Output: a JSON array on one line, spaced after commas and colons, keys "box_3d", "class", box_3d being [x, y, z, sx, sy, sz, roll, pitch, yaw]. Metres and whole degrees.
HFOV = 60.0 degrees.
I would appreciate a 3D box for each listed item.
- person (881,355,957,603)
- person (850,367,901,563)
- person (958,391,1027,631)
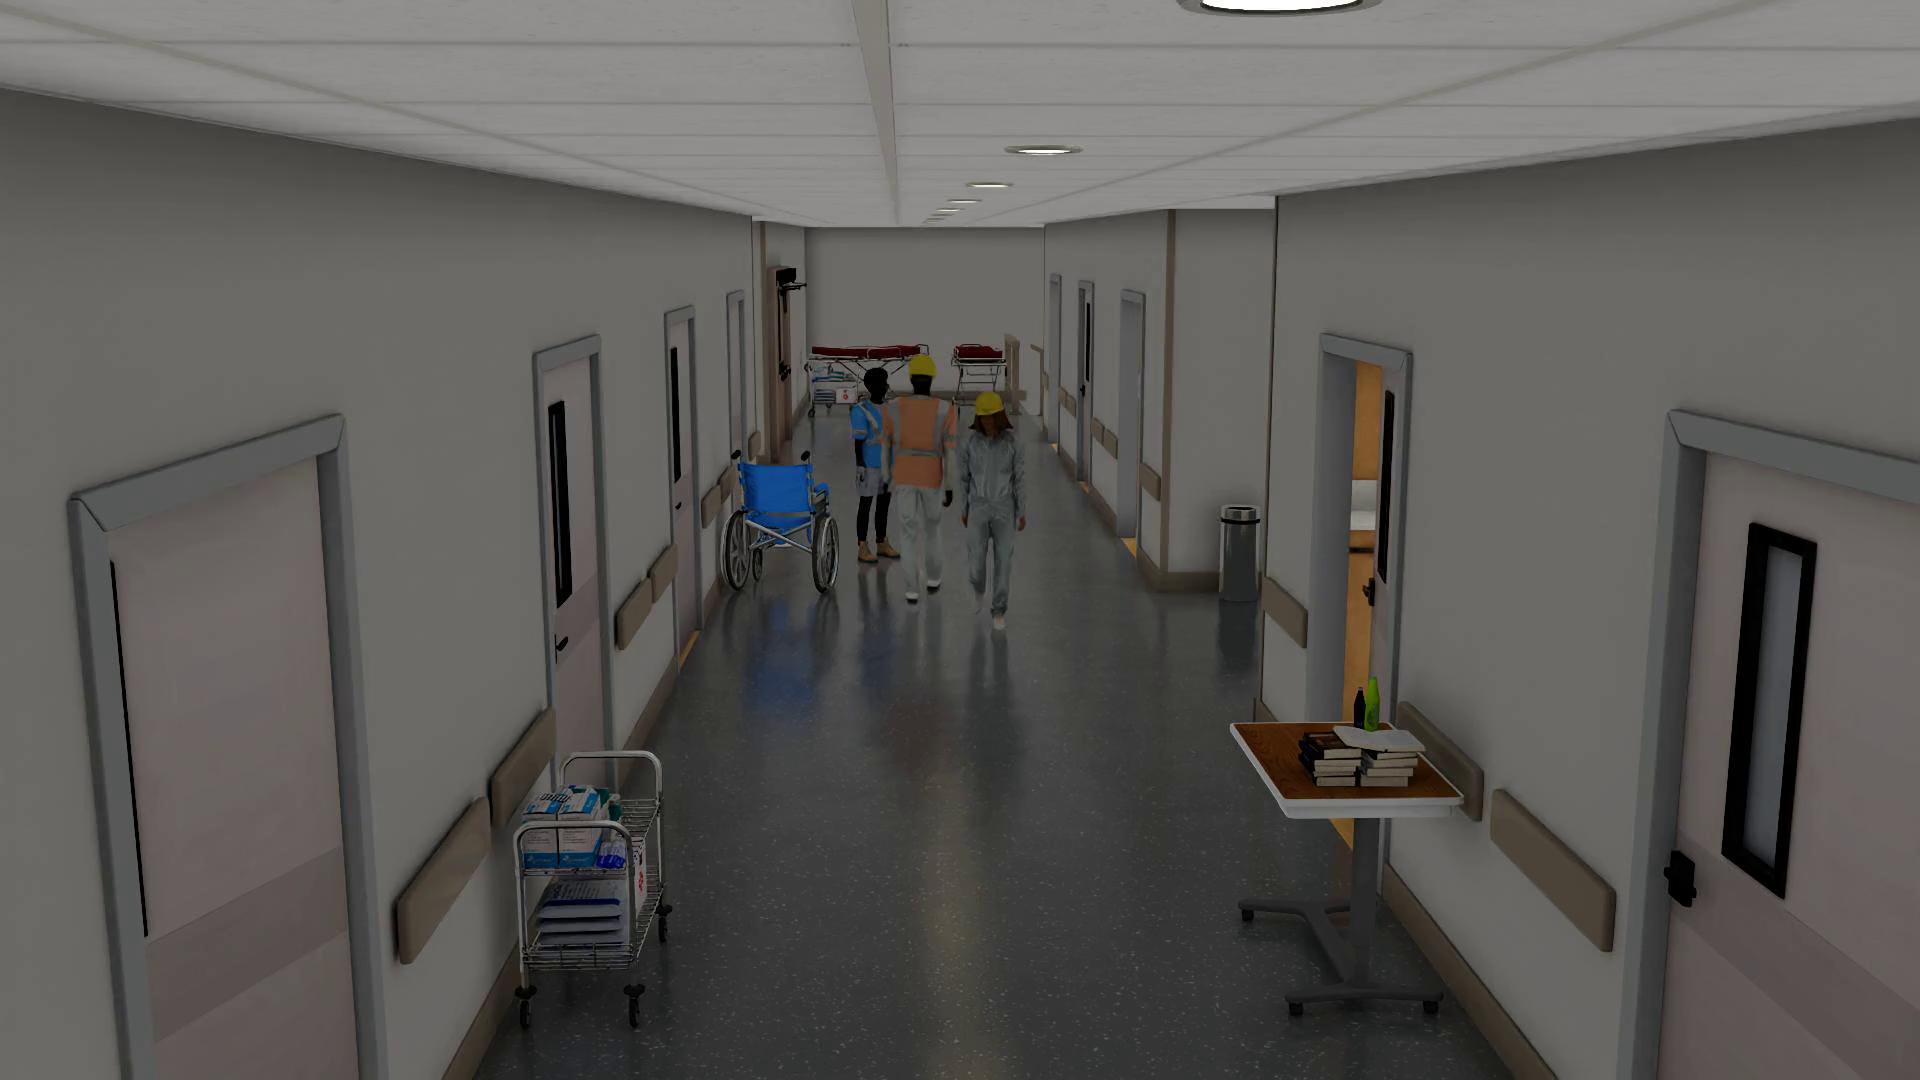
[{"box_3d": [-0.319, -0.495, 13.049, 0.599, 1.890, 0.873, 0, 10, 1], "class": "person"}, {"box_3d": [-0.721, -0.655, 14.465, 0.316, 1.696, 0.540, 8, 13, 39], "class": "person"}, {"box_3d": [0.235, -0.220, 11.968, 0.489, 1.726, 0.451, 0, 10, 1], "class": "person"}]
